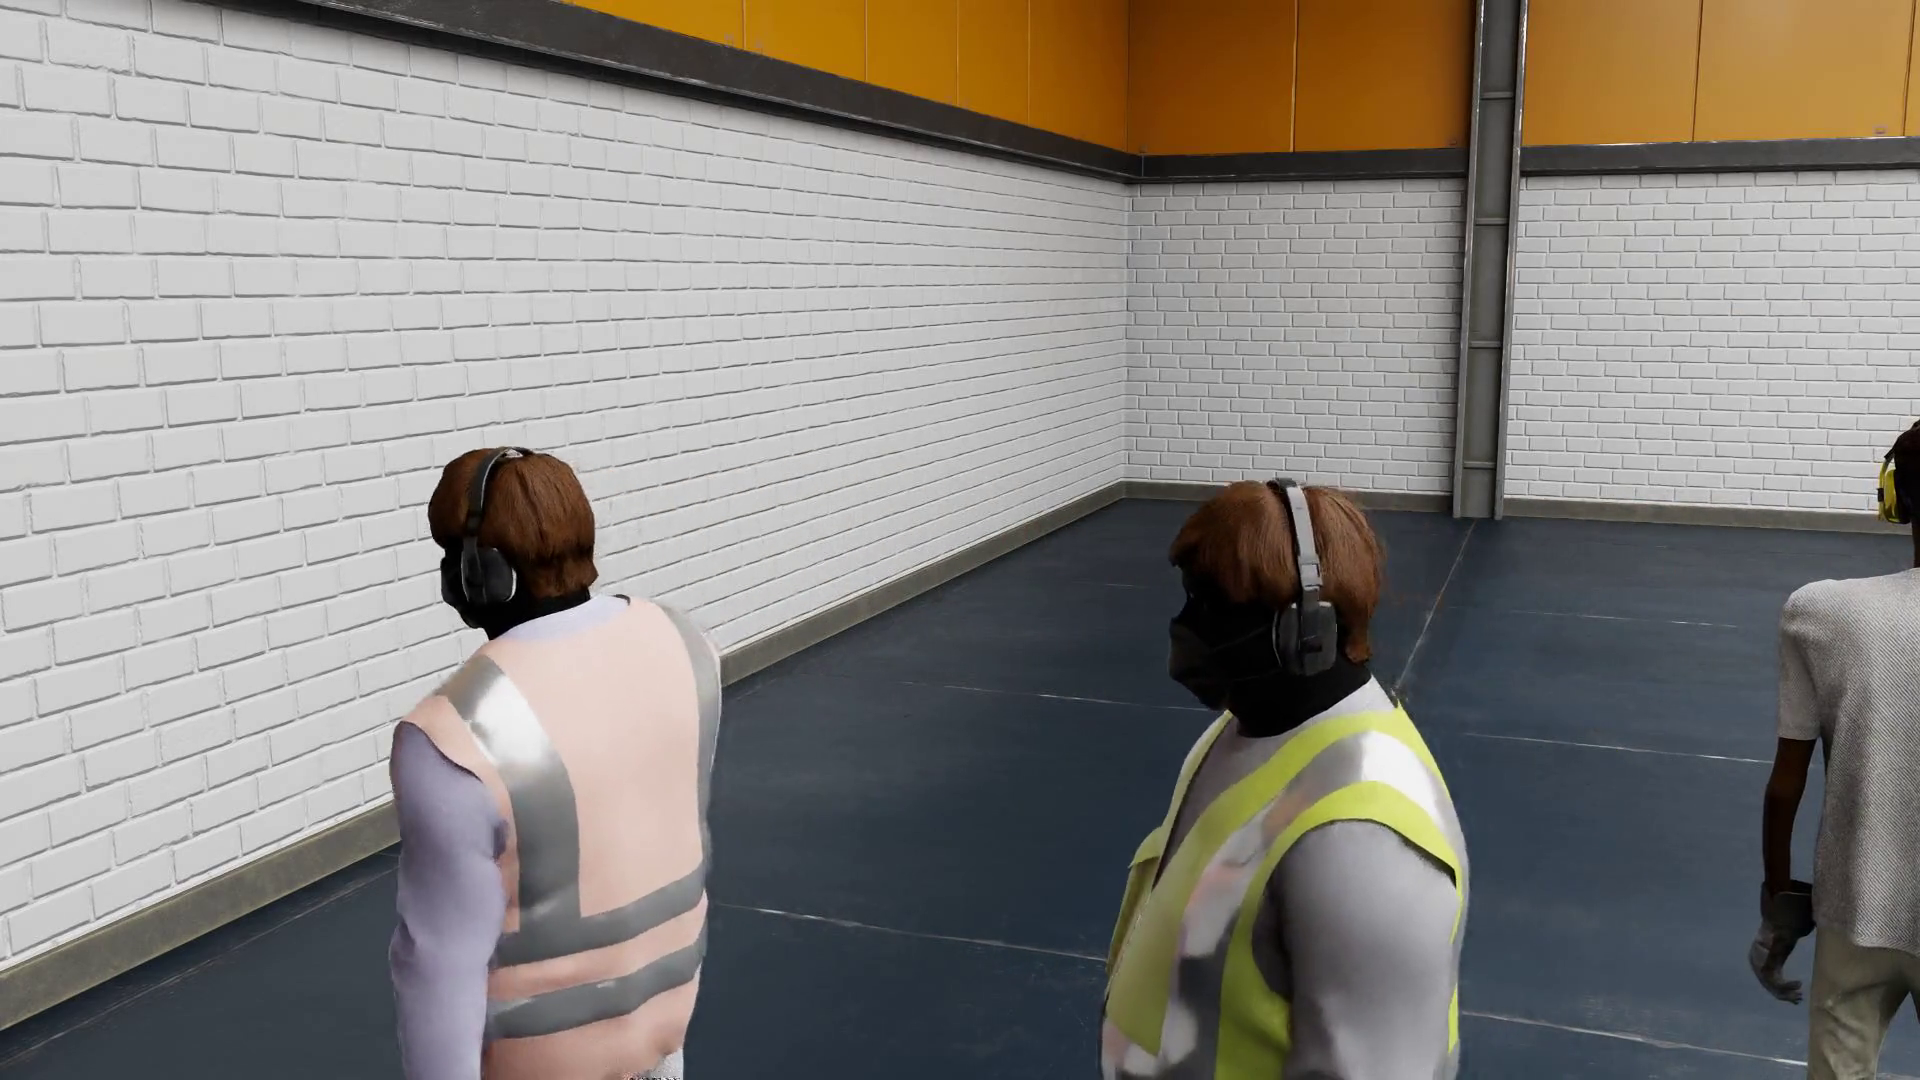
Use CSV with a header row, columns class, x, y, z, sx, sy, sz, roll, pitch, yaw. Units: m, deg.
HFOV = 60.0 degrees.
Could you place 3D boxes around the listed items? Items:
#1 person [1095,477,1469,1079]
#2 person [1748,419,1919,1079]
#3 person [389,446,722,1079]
class,x,y,z,sx,sy,sz,roll,pitch,yaw
person,0.369,0.831,2.080,0.451,1.840,0.645,0,9,3
person,1.648,0.690,2.864,0.532,1.871,0.321,8,12,42
person,-0.593,0.759,2.566,0.722,1.824,0.654,6,11,32
